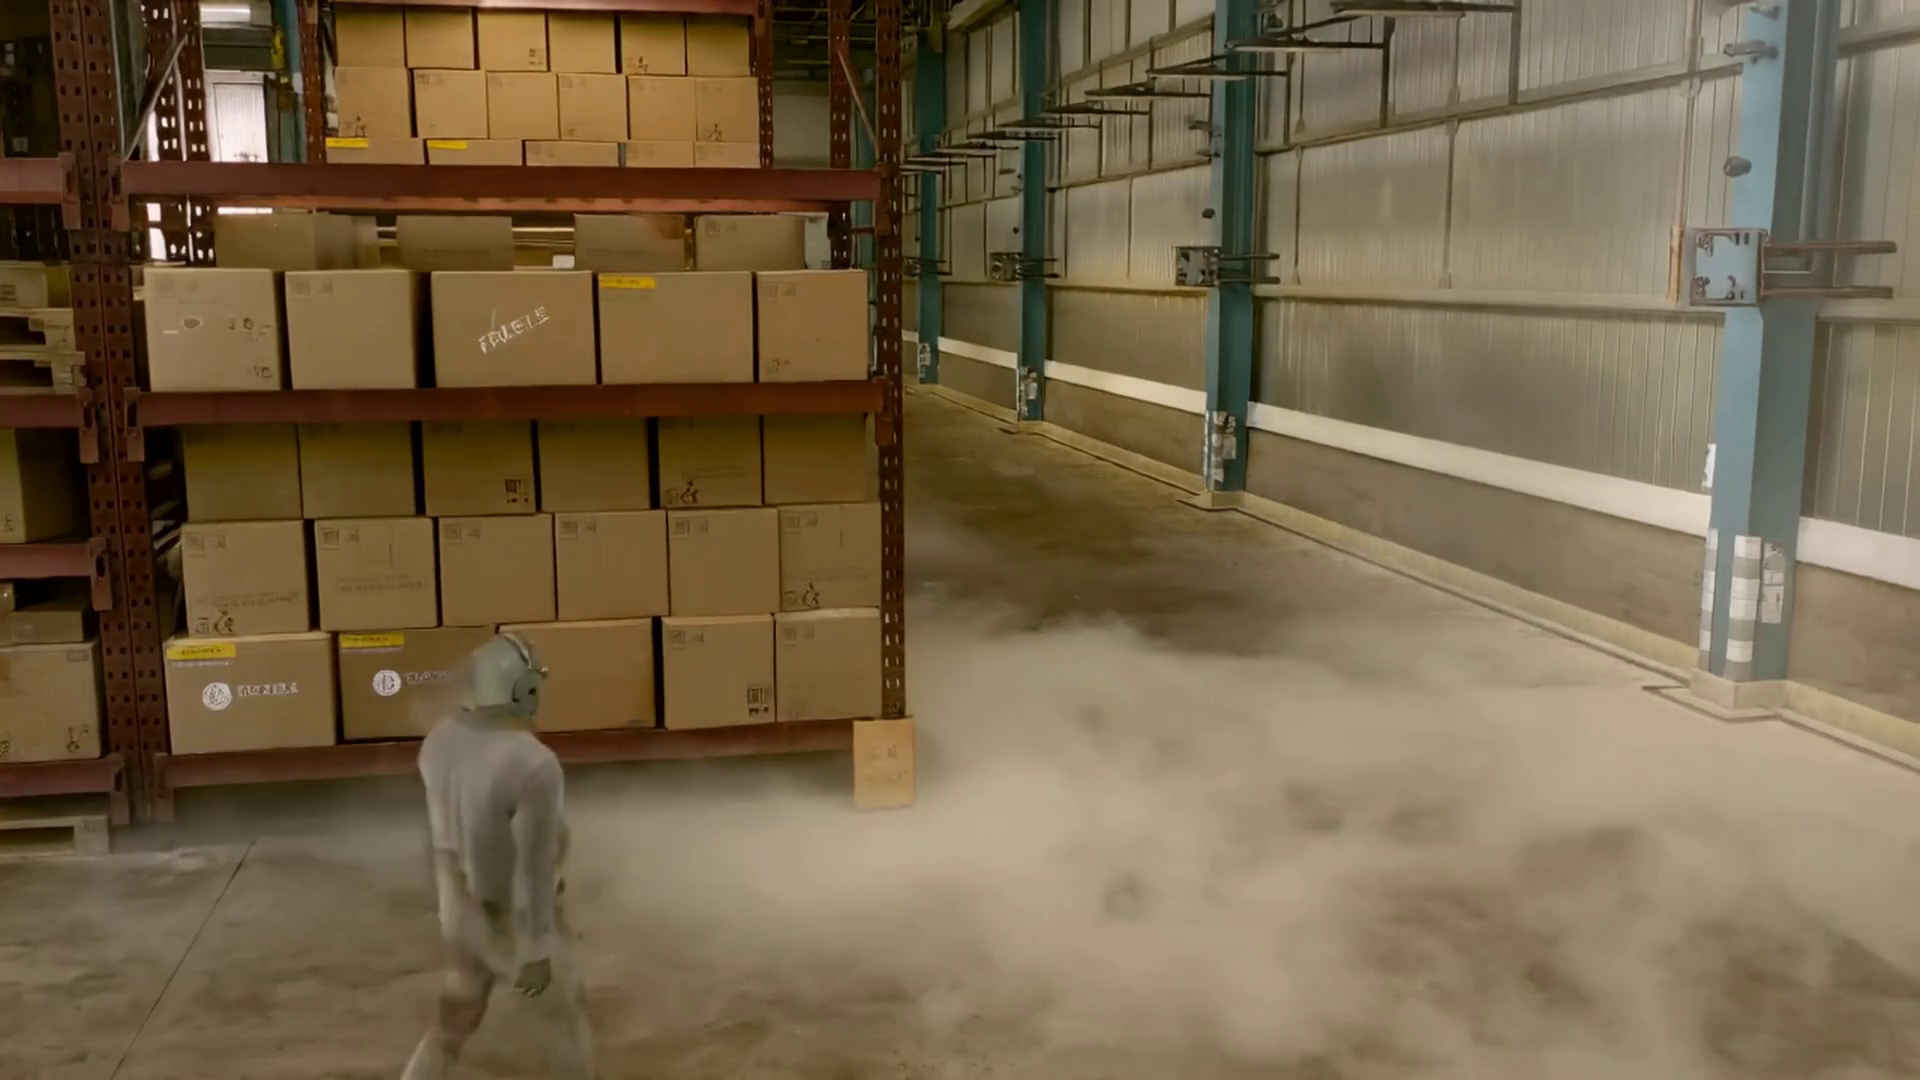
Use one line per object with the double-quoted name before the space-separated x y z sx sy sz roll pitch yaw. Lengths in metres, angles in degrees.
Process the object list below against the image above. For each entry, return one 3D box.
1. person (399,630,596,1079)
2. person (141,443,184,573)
"person" -1.548 1.226 5.452 0.658 1.863 0.999 7 12 36
"person" -6.429 -0.078 13.601 0.954 1.781 0.614 -2 10 -14
